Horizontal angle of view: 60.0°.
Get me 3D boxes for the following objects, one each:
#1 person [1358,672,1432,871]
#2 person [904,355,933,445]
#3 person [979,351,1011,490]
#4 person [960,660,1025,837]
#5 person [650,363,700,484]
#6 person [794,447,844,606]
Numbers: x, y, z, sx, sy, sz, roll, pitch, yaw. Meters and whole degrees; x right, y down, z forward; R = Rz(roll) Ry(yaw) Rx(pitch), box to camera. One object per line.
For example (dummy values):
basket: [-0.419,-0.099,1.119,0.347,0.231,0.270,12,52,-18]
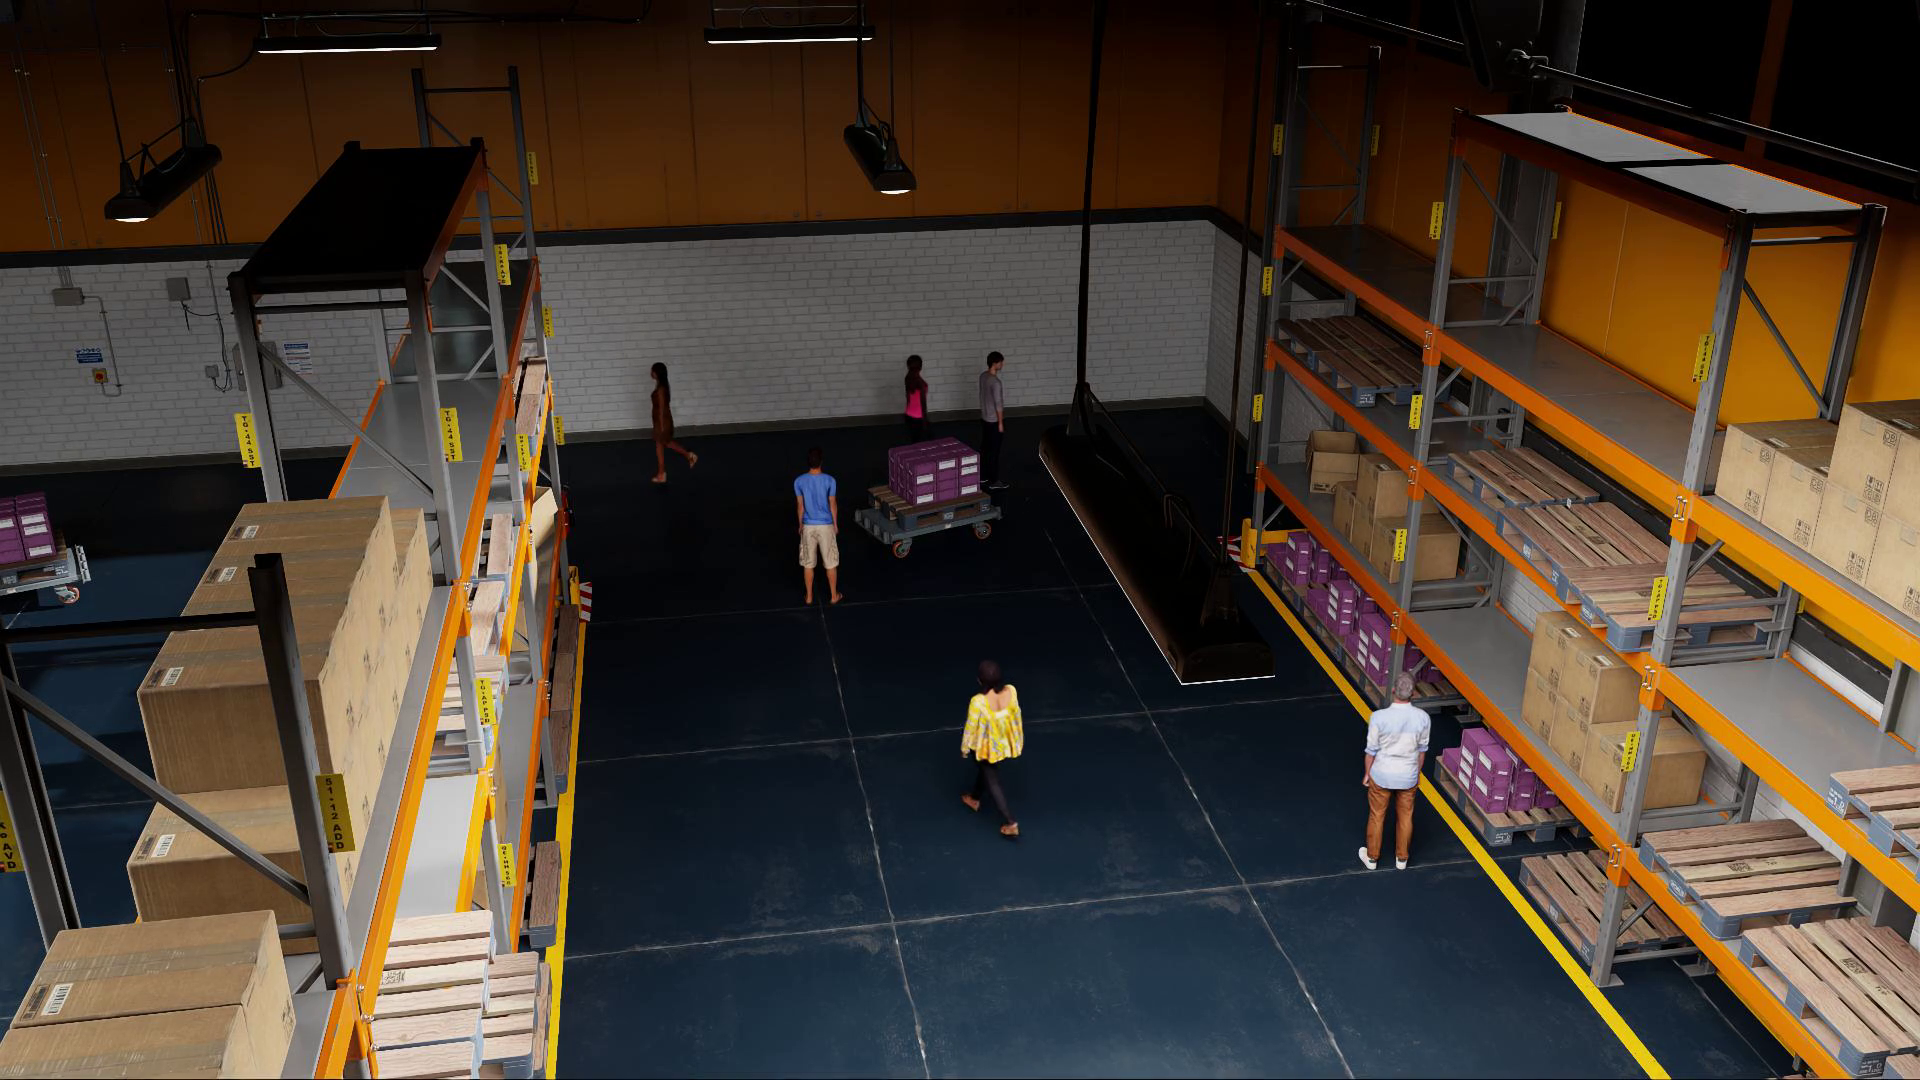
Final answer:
person: [3.651,1.945,13.959,0.726,1.828,0.645,1,24,2]
person: [-0.656,-1.603,22.228,0.814,1.706,0.764,-17,29,-34]
person: [0.413,-1.609,22.072,0.767,1.841,0.568,-10,26,-22]
person: [0.313,1.839,14.468,1.020,1.614,1.176,-19,30,-37]
person: [-3.881,-1.553,22.152,0.608,1.675,0.804,-4,24,-10]
person: [-1.599,-0.159,18.727,0.695,1.863,0.633,1,24,1]
